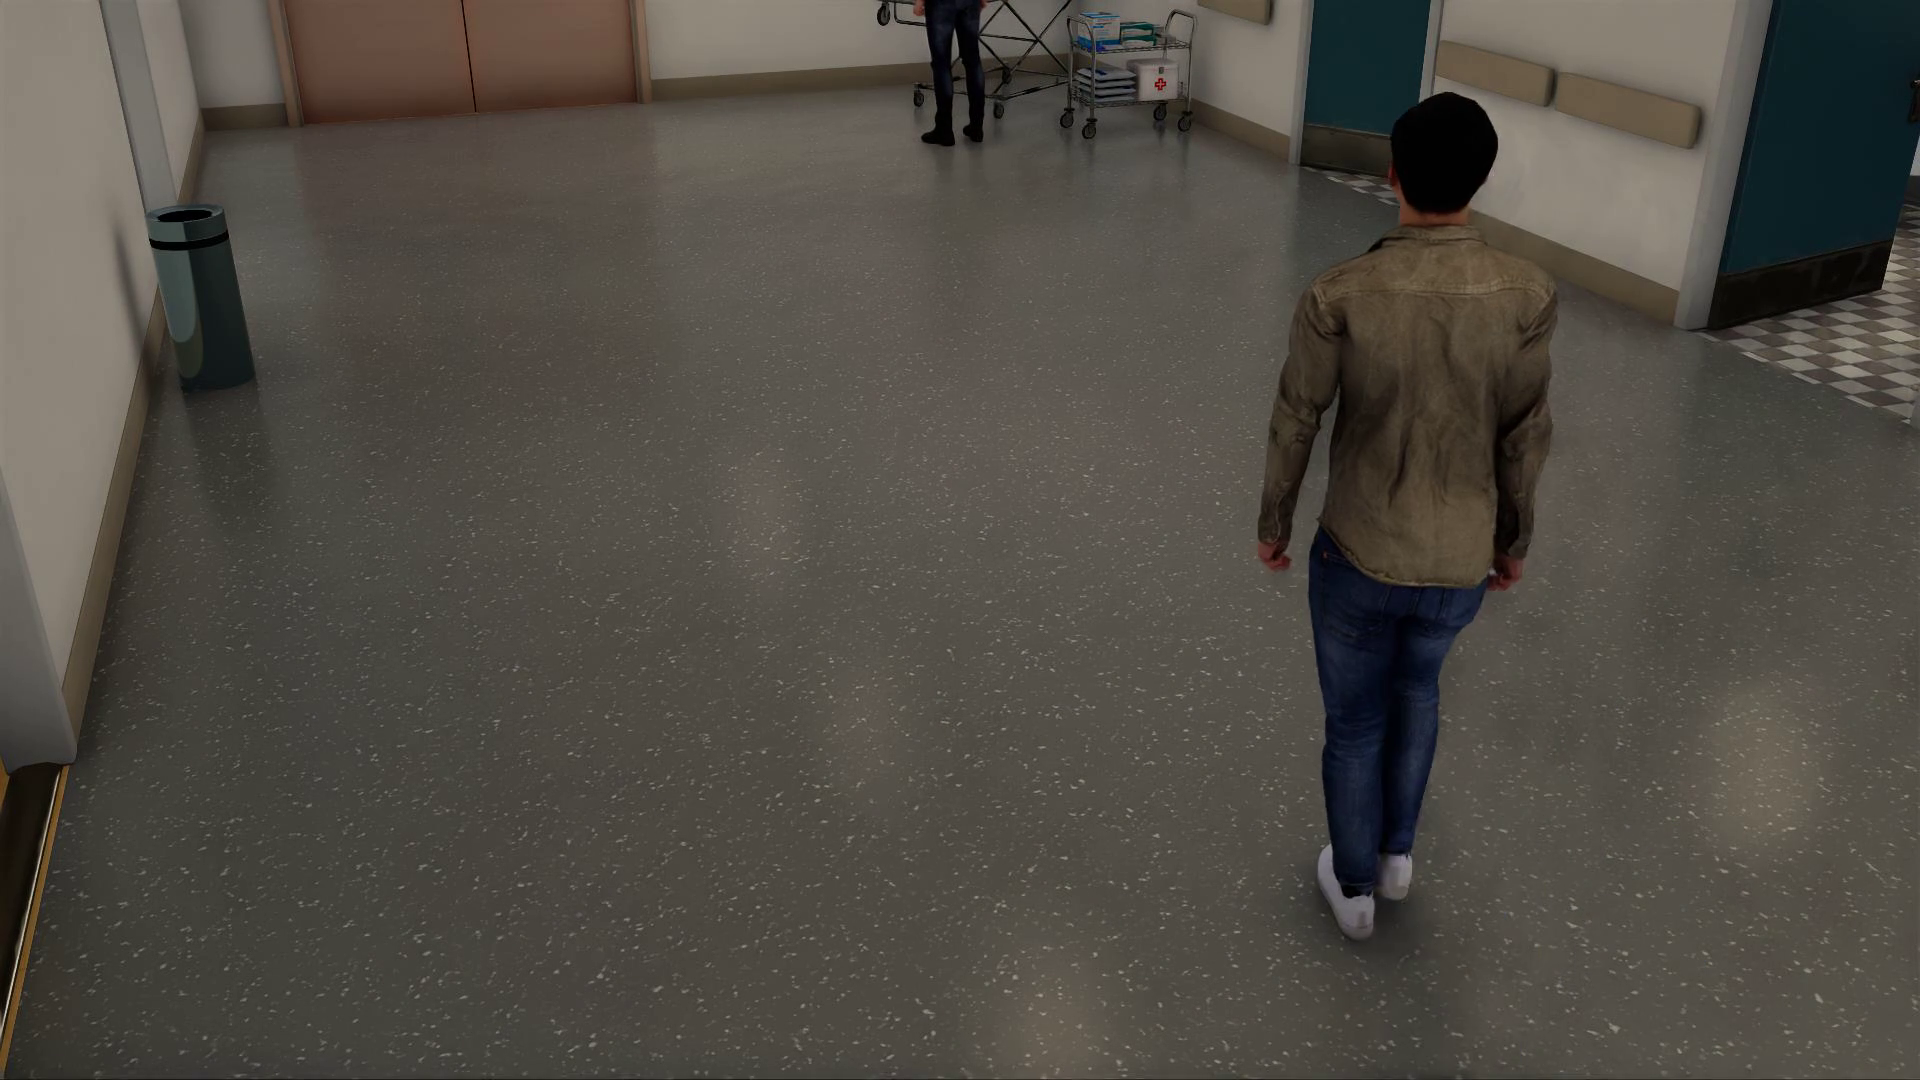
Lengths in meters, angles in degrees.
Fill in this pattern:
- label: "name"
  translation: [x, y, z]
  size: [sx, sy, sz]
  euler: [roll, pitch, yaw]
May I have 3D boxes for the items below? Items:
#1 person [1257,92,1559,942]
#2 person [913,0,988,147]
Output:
- label: "person"
  translation: [0.917, 0.060, 3.388]
  size: [0.799, 1.857, 0.754]
  euler: [-1, 26, -1]
- label: "person"
  translation: [-0.037, -3.547, 10.812]
  size: [0.727, 1.905, 0.626]
  euler: [-13, 29, -25]
